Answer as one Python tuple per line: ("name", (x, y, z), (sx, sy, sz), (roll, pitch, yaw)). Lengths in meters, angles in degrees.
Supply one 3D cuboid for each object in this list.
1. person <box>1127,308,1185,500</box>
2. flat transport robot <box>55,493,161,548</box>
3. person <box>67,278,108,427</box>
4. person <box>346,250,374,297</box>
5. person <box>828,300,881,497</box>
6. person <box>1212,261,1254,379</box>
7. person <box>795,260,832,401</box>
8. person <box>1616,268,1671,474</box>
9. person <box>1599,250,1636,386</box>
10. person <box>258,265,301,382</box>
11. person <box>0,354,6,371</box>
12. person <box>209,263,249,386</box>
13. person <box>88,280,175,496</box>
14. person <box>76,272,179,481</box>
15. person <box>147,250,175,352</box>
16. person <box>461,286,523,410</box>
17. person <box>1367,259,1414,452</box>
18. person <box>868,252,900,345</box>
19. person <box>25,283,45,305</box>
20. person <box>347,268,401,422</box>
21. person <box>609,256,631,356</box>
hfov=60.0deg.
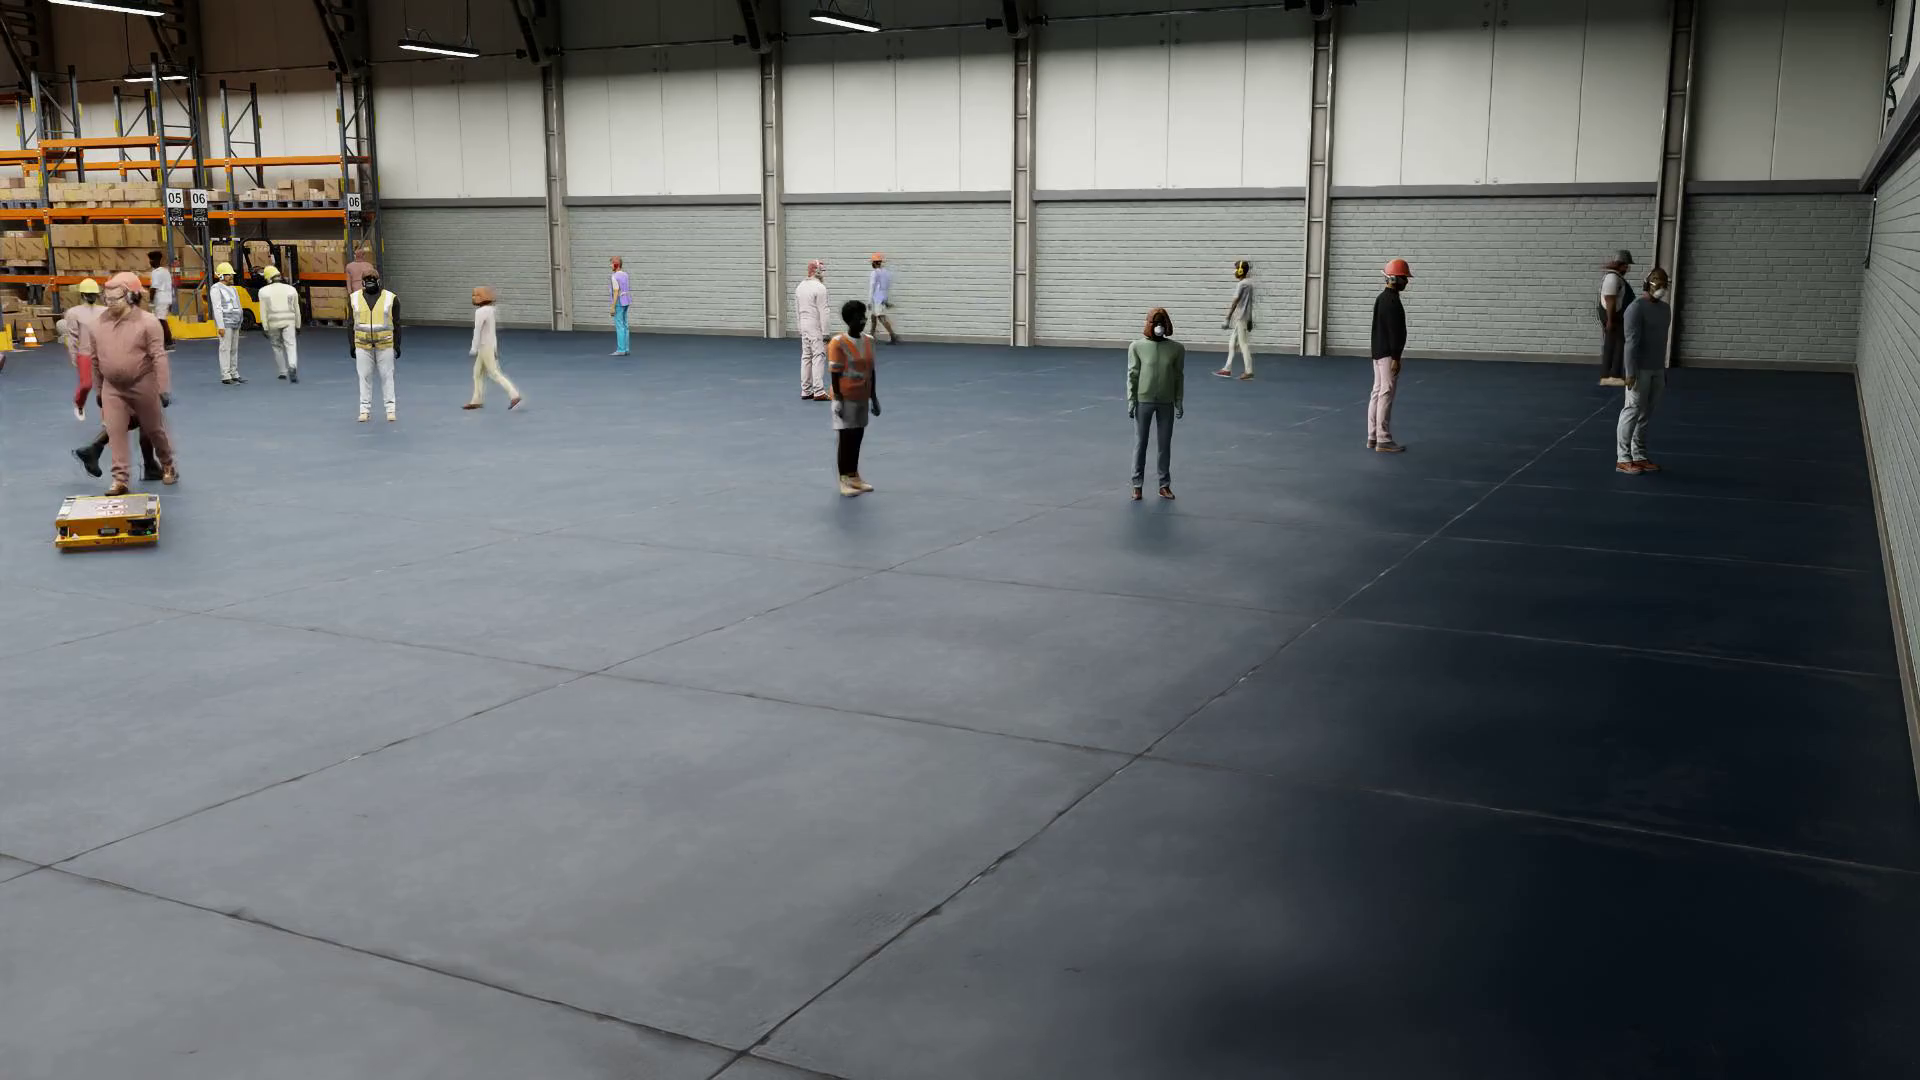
("person", (1.665, -1.157, 14.166), (0.498, 1.633, 0.285), (-1, 10, -7))
("flat transport robot", (-6.370, -0.164, 12.469), (0.652, 0.197, 1.431), (-5, 11, -24))
("person", (-10.146, -2.181, 19.446), (0.582, 1.753, 0.529), (10, 14, 42))
("person", (-13.797, -5.735, 38.380), (0.653, 1.907, 0.408), (-2, 11, -9))
("person", (-0.900, -1.220, 14.390), (0.468, 1.681, 0.546), (8, 13, 39))
("person", (4.265, -3.425, 25.982), (0.782, 1.844, 0.526), (4, 11, 23))
("person", (-1.954, -2.846, 22.637), (0.403, 1.904, 0.651), (-8, 13, -37))
("person", (6.477, -1.592, 15.715), (0.634, 1.933, 0.352), (-8, 13, -37))
("person", (9.826, -3.298, 24.727), (0.617, 2.000, 0.709), (5, 11, 24))
("person", (-10.396, -3.307, 25.482), (0.589, 1.790, 0.833), (-6, 12, -28))
("person", (-15.732, -3.523, 26.441), (0.651, 1.872, 0.749), (8, 13, 36))
("person", (-10.960, -3.233, 24.941), (0.403, 1.833, 0.590), (0, 10, 2))
("person", (-7.275, -1.358, 14.622), (0.673, 1.869, 0.952), (-1, 10, -4))
("person", (-7.604, -1.465, 15.084), (0.745, 1.917, 0.548), (-7, 12, -33))
("person", (-15.402, -4.582, 31.990), (0.520, 1.946, 0.627), (-1, 10, -7))
("person", (-6.030, -2.457, 21.352), (0.810, 1.599, 0.507), (0, 10, -2))
("person", (4.489, -1.923, 17.363), (0.392, 1.990, 0.614), (0, 10, -1))
("person", (-1.618, -4.927, 34.008), (0.962, 1.903, 0.555), (5, 12, 27))
("person", (-24.774, -6.865, 44.533), (0.404, 1.918, 0.583), (5, 11, 25))
("person", (-7.071, -2.349, 20.097), (0.622, 1.844, 0.429), (-2, 11, -12))
("person", (-6.337, -4.351, 30.997), (0.389, 1.848, 0.567), (2, 11, 10))
